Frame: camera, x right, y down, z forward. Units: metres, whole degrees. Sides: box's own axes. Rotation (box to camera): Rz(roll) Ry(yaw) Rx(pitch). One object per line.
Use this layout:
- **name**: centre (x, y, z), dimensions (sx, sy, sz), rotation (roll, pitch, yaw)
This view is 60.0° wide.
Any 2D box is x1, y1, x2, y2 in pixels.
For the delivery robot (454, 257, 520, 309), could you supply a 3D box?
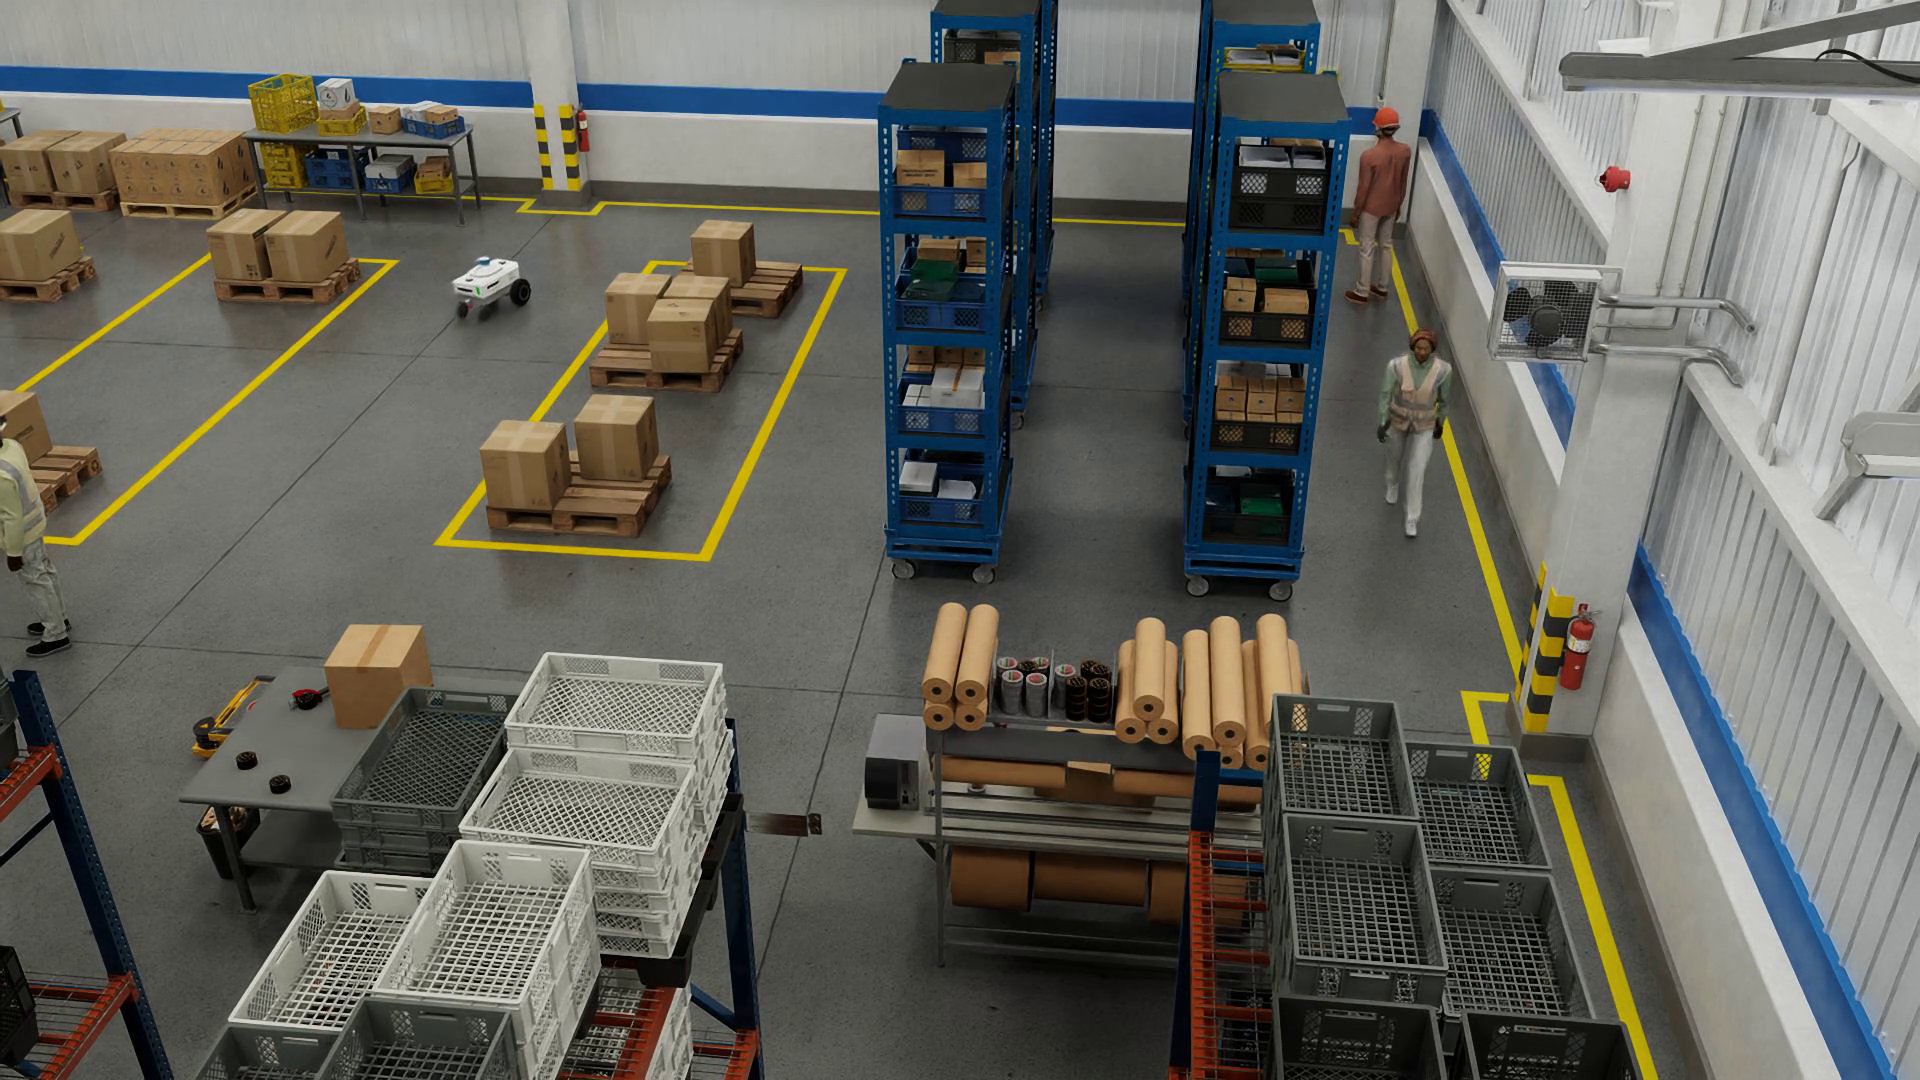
- **delivery robot**: centre (-4.765, -2.610, 16.759), dimensions (0.477, 0.478, 0.707), rotation (13, 33, 20)

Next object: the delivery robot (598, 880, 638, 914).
- **delivery robot**: centre (-1.875, 1.783, 9.213), dimensions (0.477, 0.478, 0.707), rotation (20, 36, 31)

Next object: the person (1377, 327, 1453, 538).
- **person**: centre (3.486, -0.888, 12.868), dimensions (0.518, 1.599, 0.837), rotation (9, 32, 16)

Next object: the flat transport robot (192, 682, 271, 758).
- **flat transport robot**: centre (-4.089, 1.163, 10.648), dimensions (1.431, 0.197, 0.652), rotation (3, 30, 6)

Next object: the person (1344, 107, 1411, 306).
- **person**: centre (4.185, -3.350, 16.699), dimensions (0.623, 1.992, 0.396), rotation (-14, 33, -23)

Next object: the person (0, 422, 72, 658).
- **person**: centre (-6.374, -0.065, 11.215), dimensions (0.403, 1.834, 0.589), rotation (-11, 32, -18)
